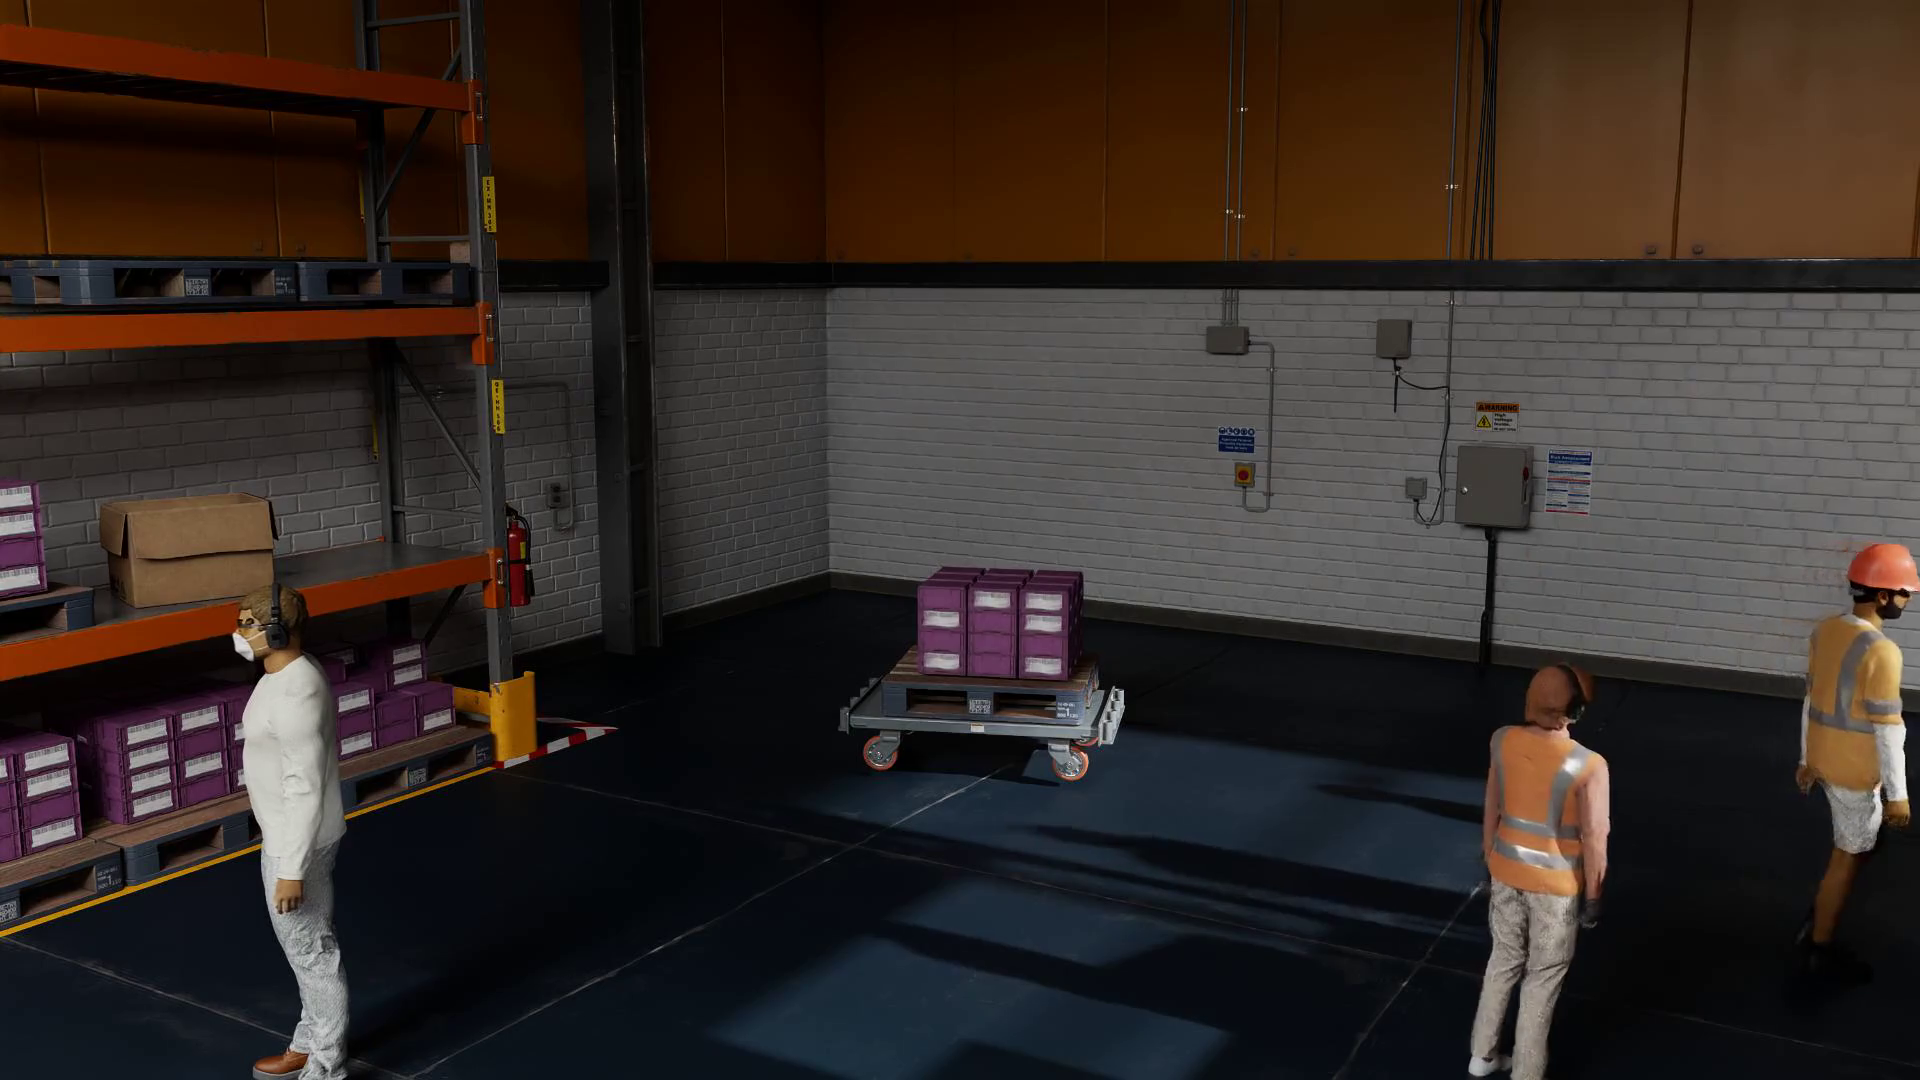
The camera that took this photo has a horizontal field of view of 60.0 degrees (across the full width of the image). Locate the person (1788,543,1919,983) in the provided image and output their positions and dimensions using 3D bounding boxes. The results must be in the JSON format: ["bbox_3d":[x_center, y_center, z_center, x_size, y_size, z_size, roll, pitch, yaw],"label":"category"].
[{"bbox_3d":[3.808,0.959,7.011,0.435,1.917,0.554,1,9,4],"label":"person"}]

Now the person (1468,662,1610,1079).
[{"bbox_3d":[2.123,1.256,6.109,0.342,1.620,0.517,-6,11,-32],"label":"person"}]

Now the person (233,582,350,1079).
[{"bbox_3d":[-2.422,1.106,6.035,0.372,1.940,0.631,-4,10,-25],"label":"person"}]
